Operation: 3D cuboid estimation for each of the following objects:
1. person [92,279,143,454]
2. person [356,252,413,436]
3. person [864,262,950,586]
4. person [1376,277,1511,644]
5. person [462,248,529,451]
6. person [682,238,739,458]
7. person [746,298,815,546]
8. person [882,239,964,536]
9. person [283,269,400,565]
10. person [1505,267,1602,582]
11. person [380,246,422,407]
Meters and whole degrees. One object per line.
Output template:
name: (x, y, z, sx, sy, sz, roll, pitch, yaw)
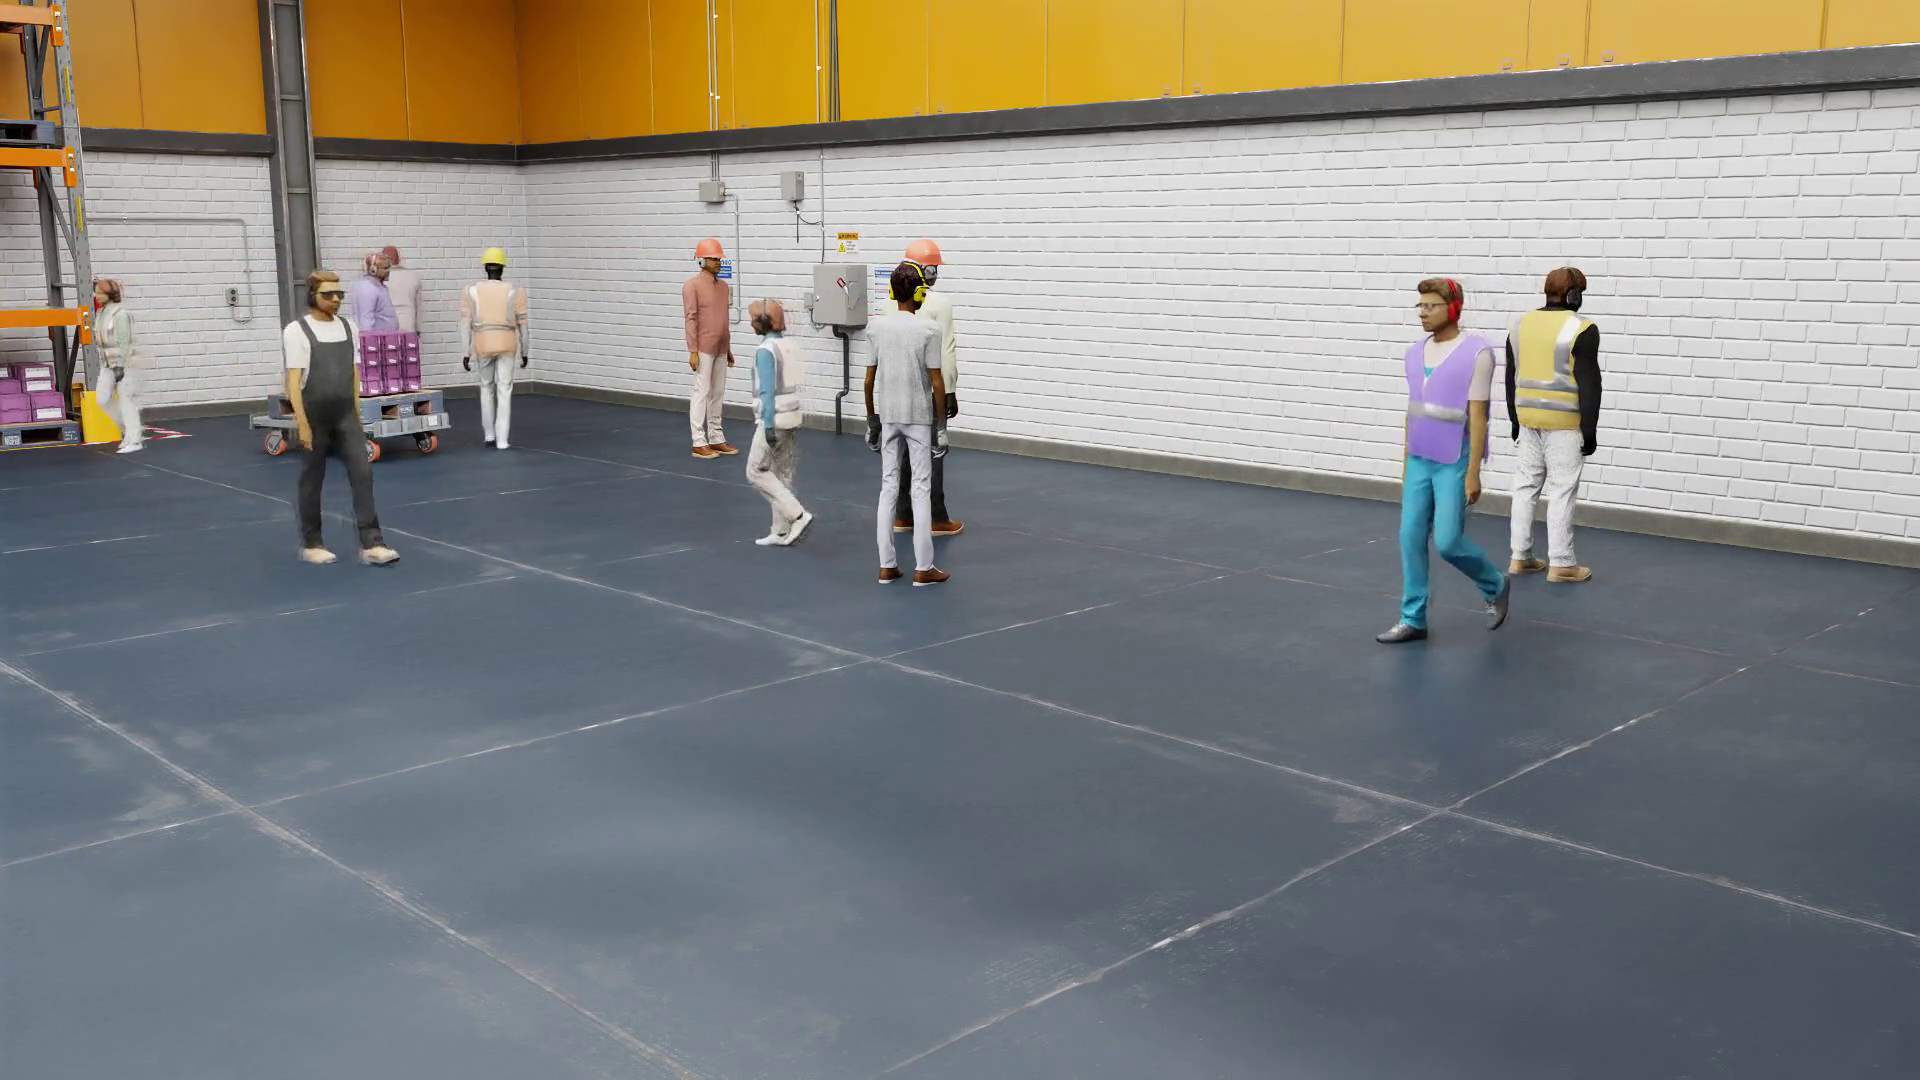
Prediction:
person: (-7.833, -1.606, 15.442, 0.520, 1.627, 0.361, 7, 12, 33)
person: (-5.910, -1.958, 16.711, 0.934, 1.862, 0.646, -3, 11, -17)
person: (-0.310, -0.667, 9.649, 0.528, 1.869, 0.313, 5, 11, 24)
person: (2.423, -0.381, 8.212, 0.626, 1.824, 0.581, -5, 12, -27)
person: (-4.405, -1.817, 15.837, 0.603, 1.894, 0.778, -2, 11, -9)
person: (-2.281, -1.751, 15.218, 0.381, 1.994, 0.622, 5, 12, 27)
person: (-1.170, -0.741, 10.718, 0.400, 1.624, 0.512, 3, 11, 16)
person: (-0.255, -1.024, 11.249, 0.611, 1.996, 0.378, 8, 13, 38)
person: (-3.771, -0.724, 10.107, 0.843, 1.810, 0.564, 8, 13, 36)
person: (3.507, -0.680, 9.803, 0.429, 1.839, 0.633, -6, 12, -30)
person: (-6.622, -2.481, 19.482, 0.662, 1.894, 0.394, -9, 13, -39)
